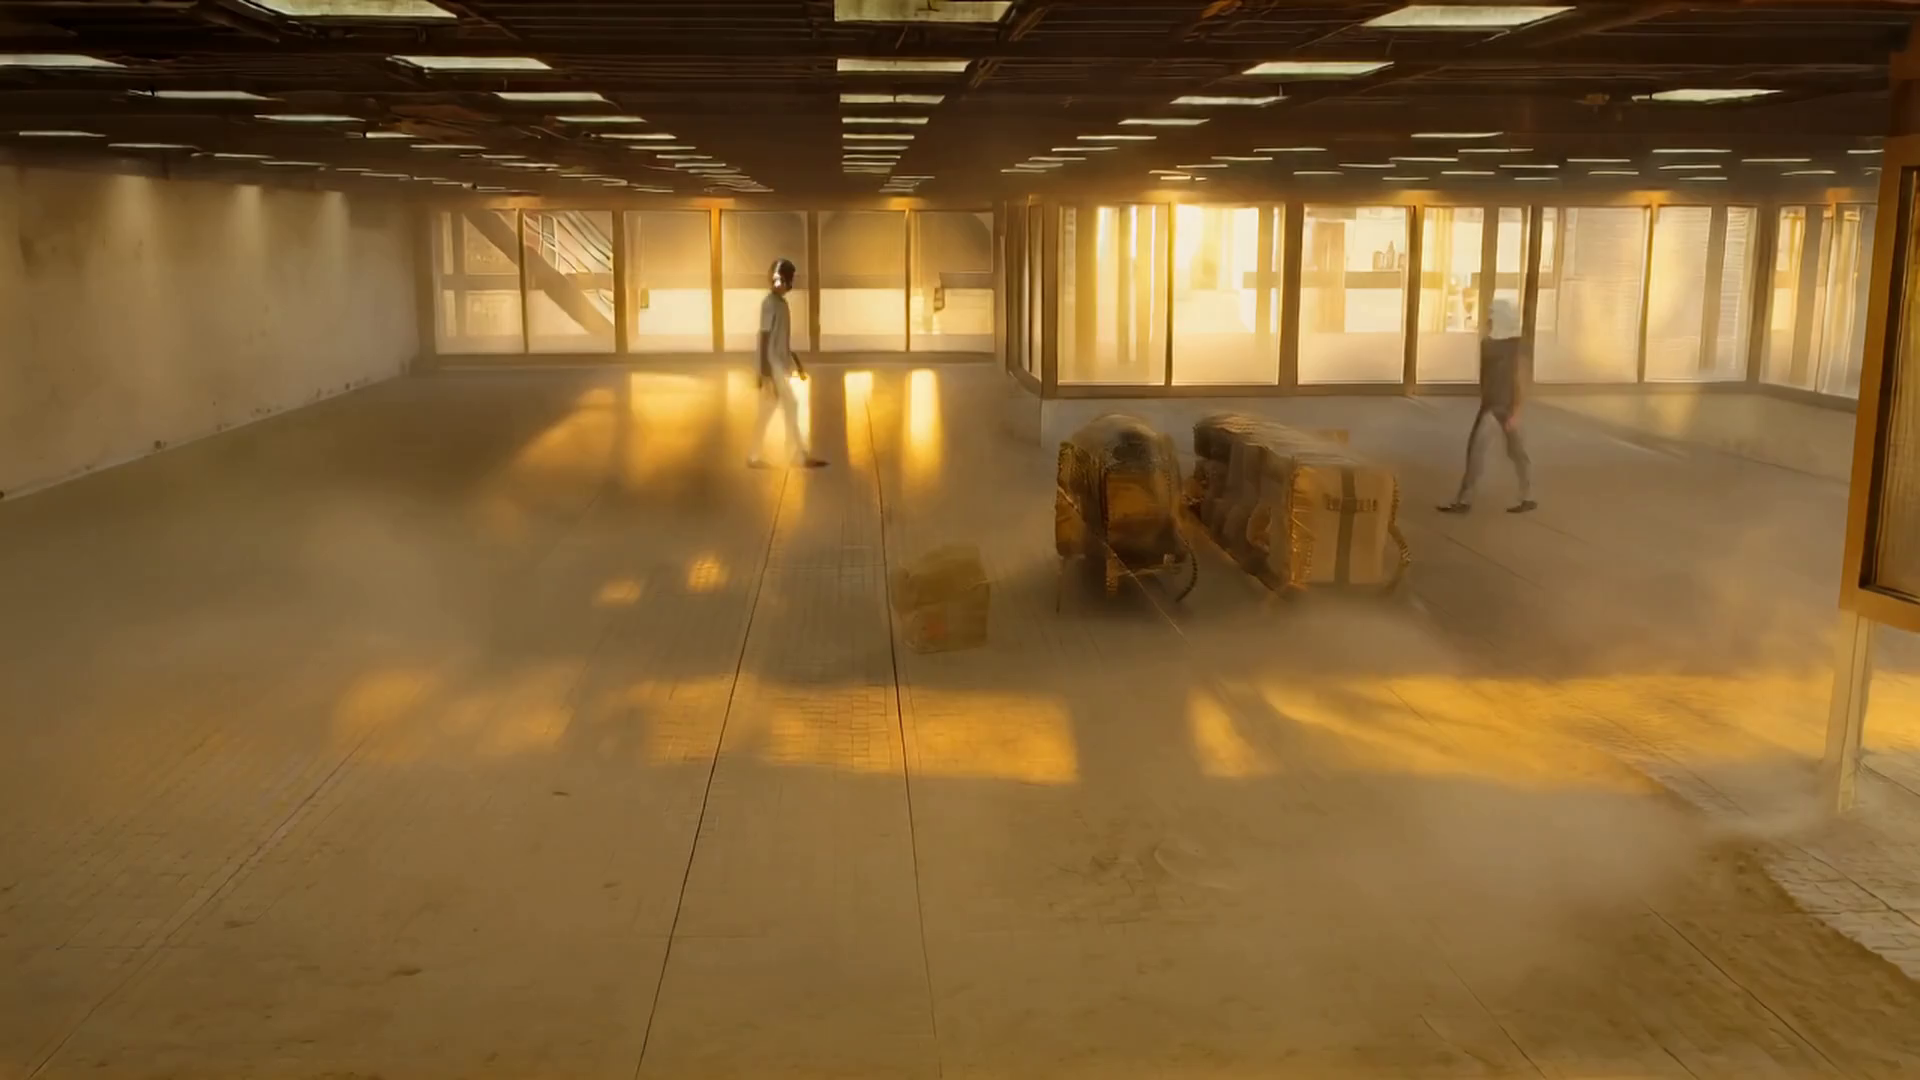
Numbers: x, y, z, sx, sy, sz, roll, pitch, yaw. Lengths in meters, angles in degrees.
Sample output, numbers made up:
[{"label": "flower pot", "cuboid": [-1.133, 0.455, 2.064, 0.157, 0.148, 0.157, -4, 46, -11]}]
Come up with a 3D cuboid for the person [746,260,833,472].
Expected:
[{"label": "person", "cuboid": [-1.483, -1.503, 14.494, 0.898, 1.831, 0.540, 1, 11, 7]}]

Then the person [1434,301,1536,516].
[{"label": "person", "cuboid": [3.927, -0.954, 12.185, 0.847, 1.582, 0.515, -4, 11, -21]}]
